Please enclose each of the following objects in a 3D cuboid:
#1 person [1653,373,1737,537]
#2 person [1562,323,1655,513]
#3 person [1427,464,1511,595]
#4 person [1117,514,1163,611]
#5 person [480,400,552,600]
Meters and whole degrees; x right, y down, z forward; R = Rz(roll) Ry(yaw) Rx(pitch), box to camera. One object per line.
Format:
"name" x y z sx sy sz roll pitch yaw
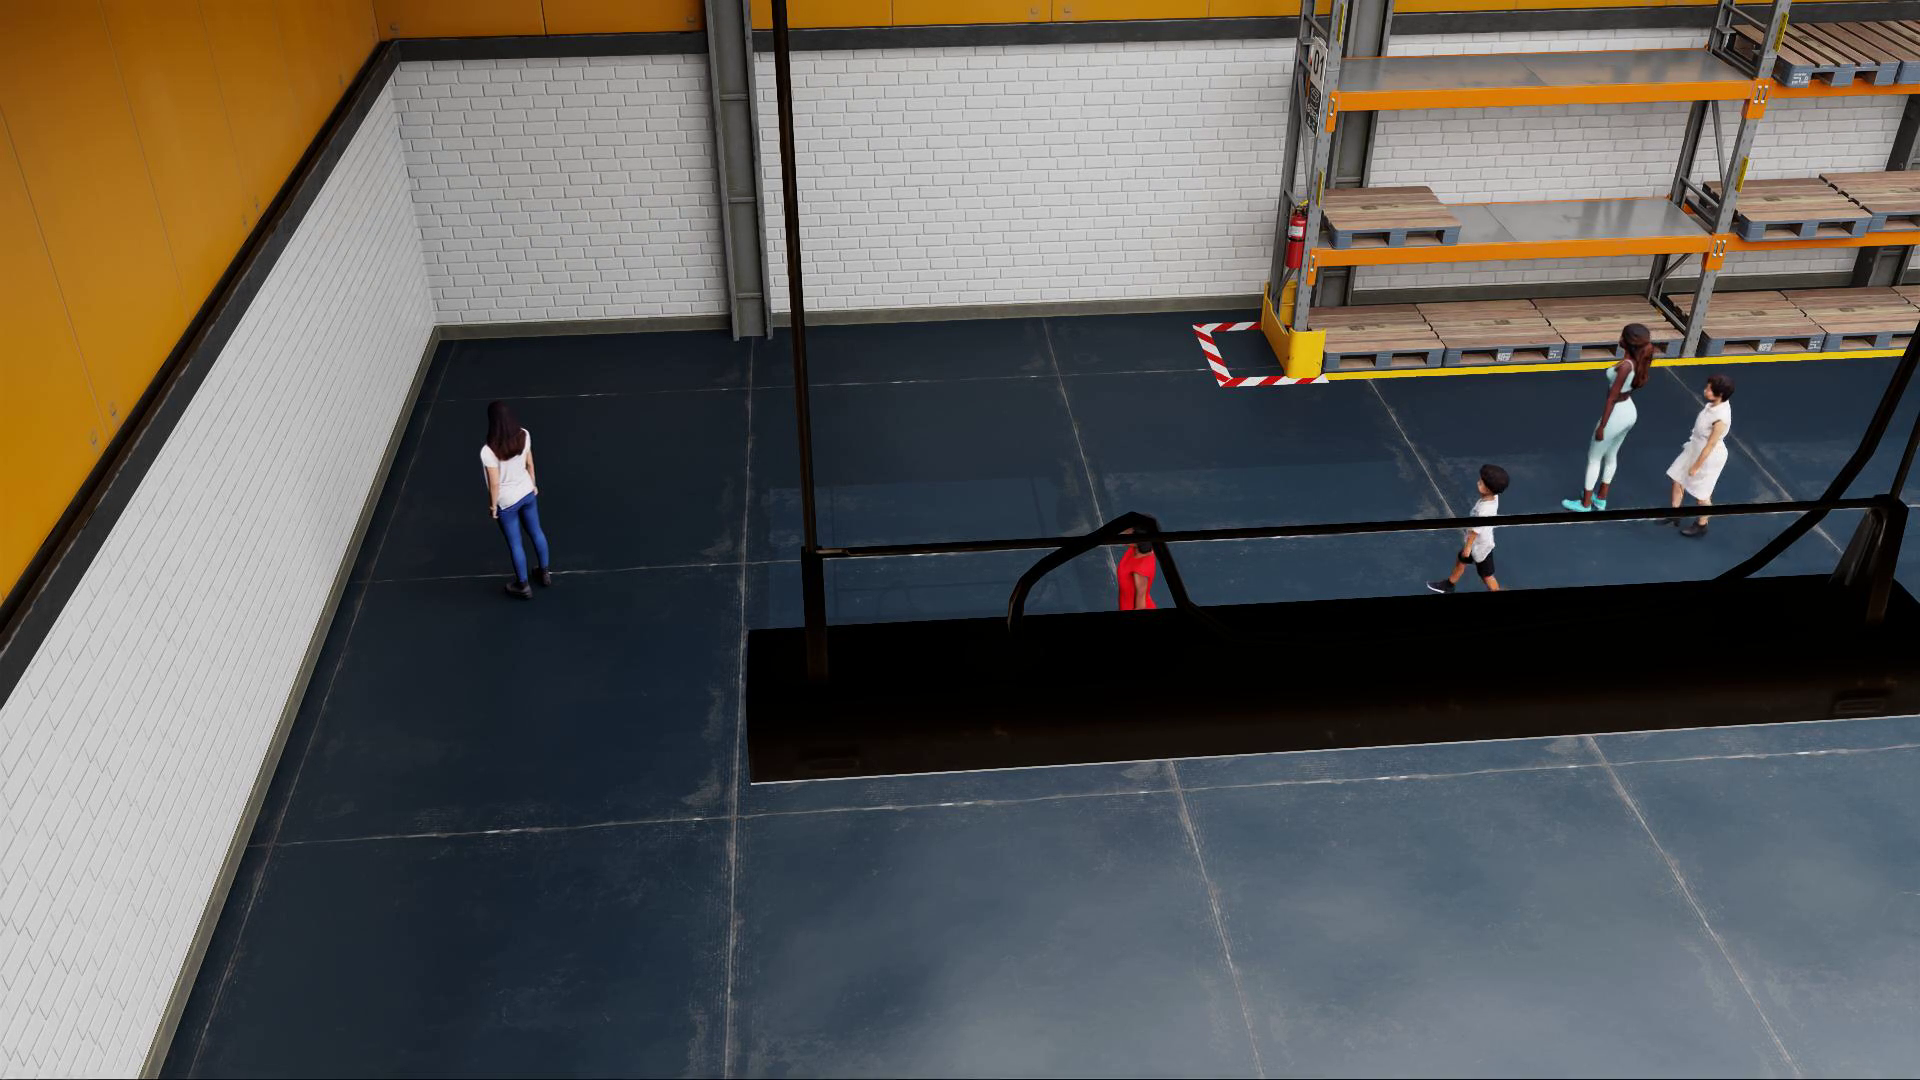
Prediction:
"person" 6.102 -0.648 13.429 0.739 1.529 0.662 9 35 13
"person" 5.462 -0.979 13.752 0.710 1.723 0.785 -28 43 -35
"person" 4.032 0.012 12.698 0.928 1.238 0.801 19 38 26
"person" 1.214 0.567 11.407 0.527 1.743 0.588 1 34 1
"person" -3.418 -0.304 12.771 0.728 1.684 0.681 22 40 30
